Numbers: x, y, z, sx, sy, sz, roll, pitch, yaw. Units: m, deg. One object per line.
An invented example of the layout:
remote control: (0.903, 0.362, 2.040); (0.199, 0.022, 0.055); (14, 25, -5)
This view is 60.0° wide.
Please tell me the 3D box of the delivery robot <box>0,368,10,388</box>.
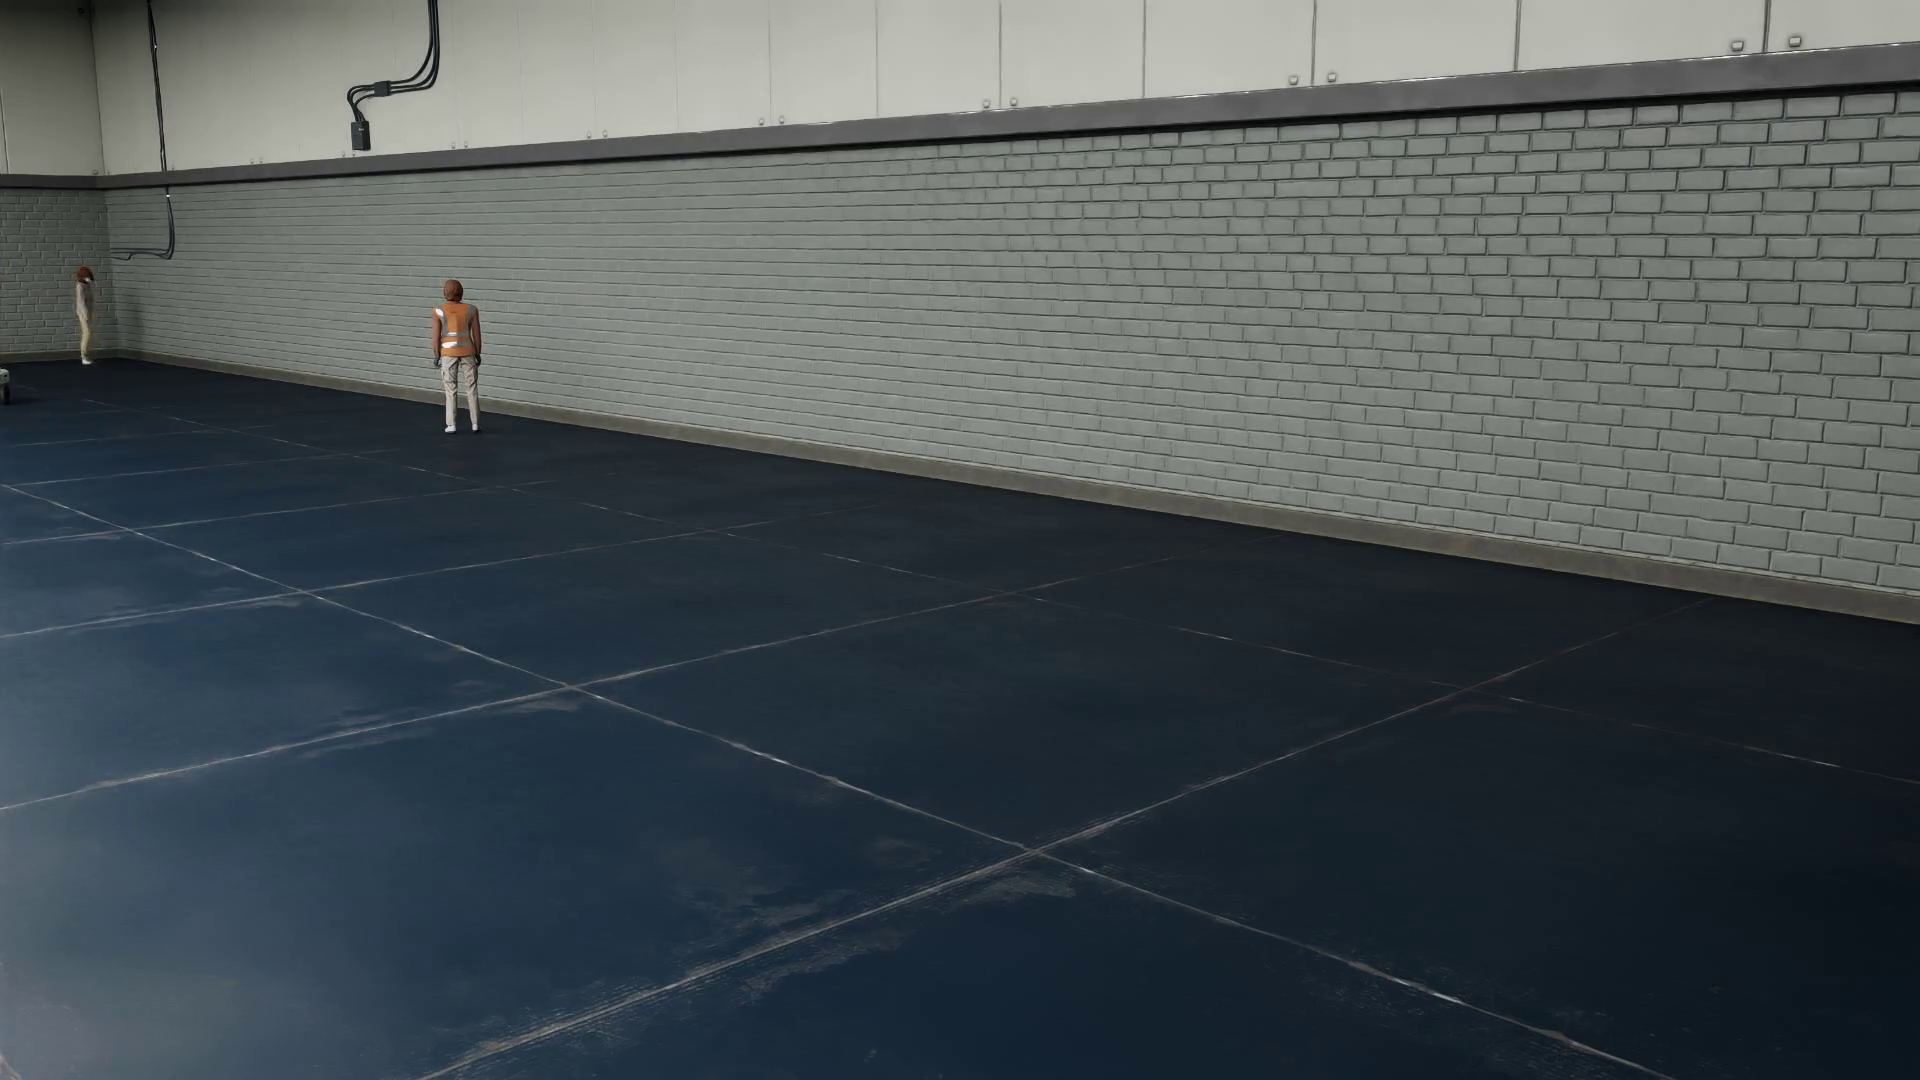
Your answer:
delivery robot: (-12.272, -2.030, 21.014); (0.477, 0.478, 0.707); (-4, 11, -18)

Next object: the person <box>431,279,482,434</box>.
person: (-5.382, -1.964, 17.827); (0.512, 1.642, 0.312); (-5, 11, -24)

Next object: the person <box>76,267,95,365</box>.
person: (-14.390, -3.709, 27.477); (0.314, 1.596, 0.668); (-3, 11, -15)
